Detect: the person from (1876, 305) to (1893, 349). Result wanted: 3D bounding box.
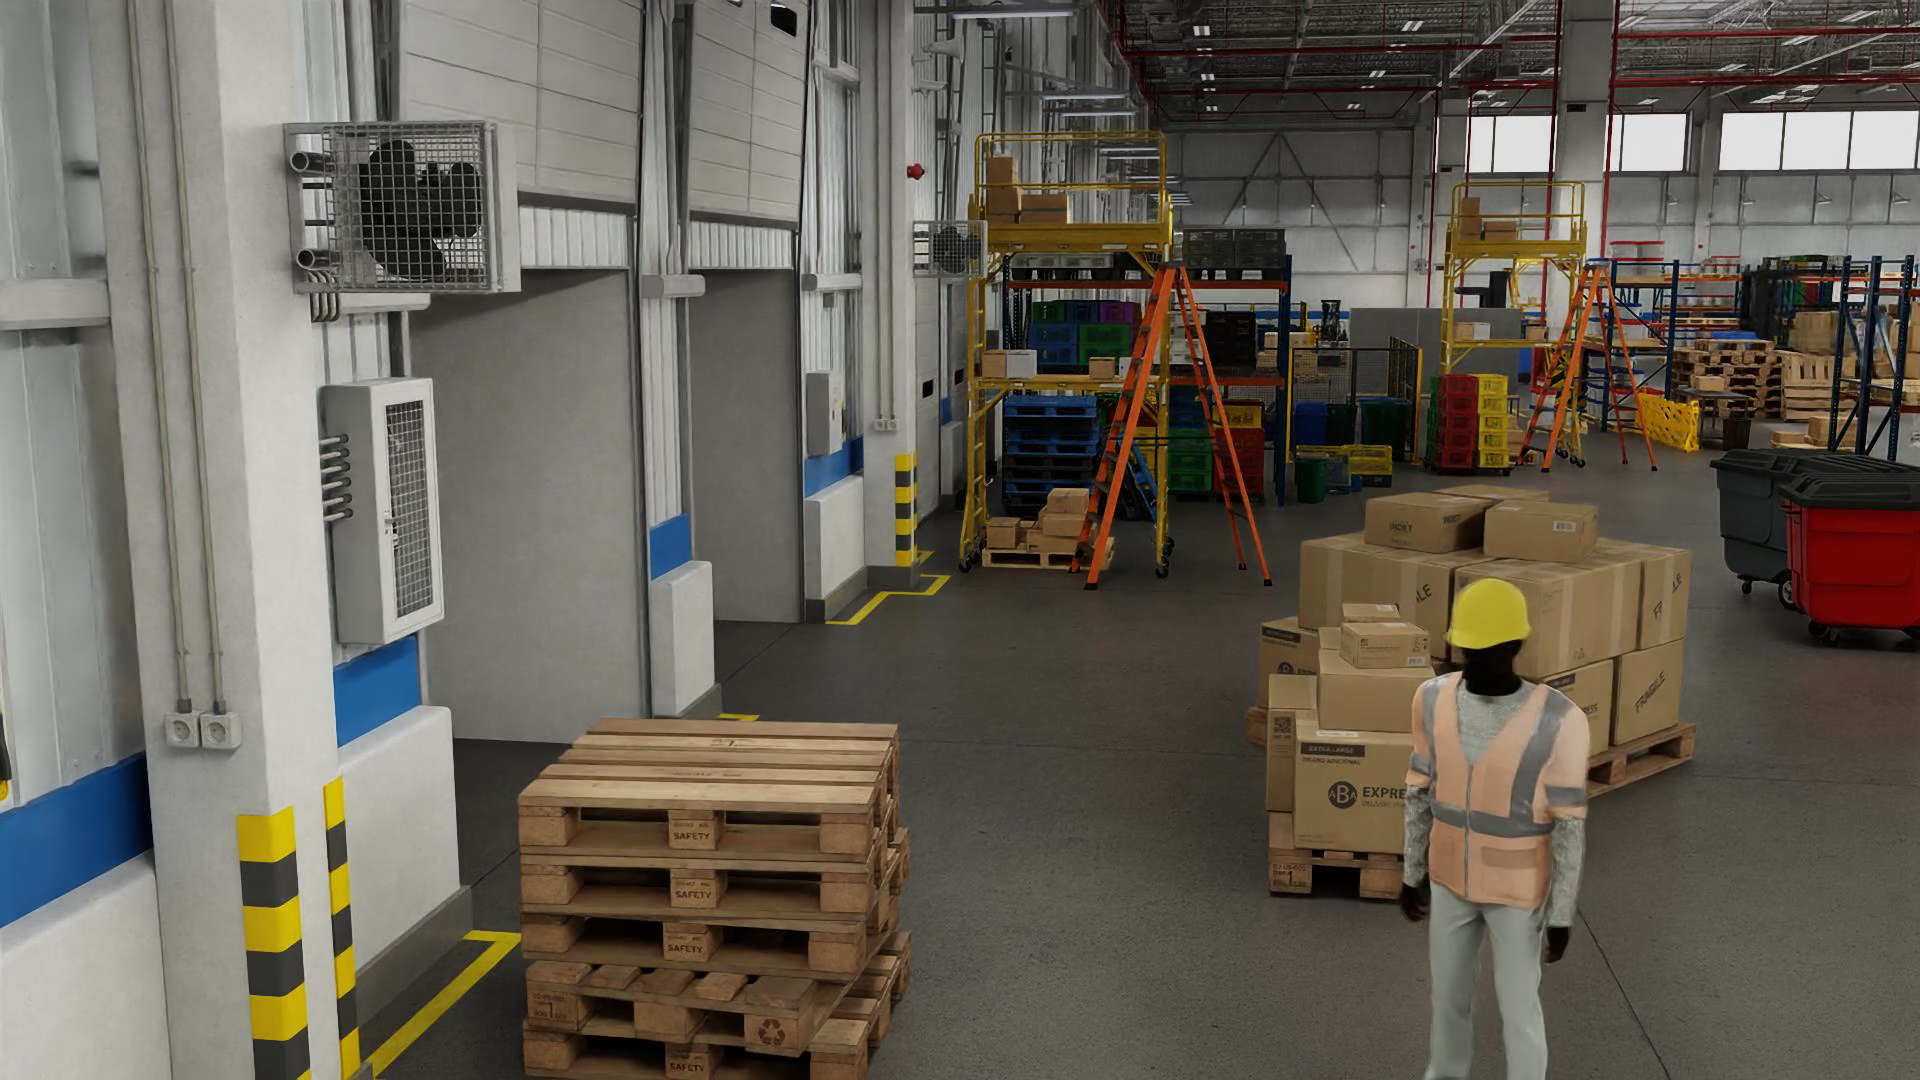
[{"bbox_3d":[26.122,-5.738,47.237,1.062,1.887,0.638,-4,10,-22],"label":"person"}]

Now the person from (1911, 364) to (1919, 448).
[{"bbox_3d":[15.597,-2.338,26.717,0.485,1.738,0.322,-4,10,-21],"label":"person"}]

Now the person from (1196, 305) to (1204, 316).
[{"bbox_3d":[6.373,-5.335,44.604,0.544,1.929,0.386,-7,11,-36],"label":"person"}]

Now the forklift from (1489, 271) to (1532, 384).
[{"bbox_3d":[13.424,-5.322,41.592,1.873,2.768,1.129,1,9,9],"label":"forklift"}]

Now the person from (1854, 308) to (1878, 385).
[{"bbox_3d":[22.477,-4.785,41.245,0.553,1.918,0.804,0,9,0],"label":"person"}]

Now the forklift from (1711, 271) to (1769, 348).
[{"bbox_3d":[22.820,-6.358,47.980,1.873,2.768,1.129,-1,9,-5],"label":"forklift"}]

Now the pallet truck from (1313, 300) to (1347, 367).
[{"bbox_3d":[11.159,-6.200,49.718,0.823,1.965,1.885,4,10,26],"label":"pallet truck"}]

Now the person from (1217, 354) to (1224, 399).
[{"bbox_3d":[5.516,-3.616,34.917,0.314,1.634,0.516,-3,10,-18],"label":"person"}]

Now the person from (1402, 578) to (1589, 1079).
[{"bbox_3d":[1.636,1.060,5.199,0.398,1.918,0.588,-9,13,-43],"label":"person"}]
